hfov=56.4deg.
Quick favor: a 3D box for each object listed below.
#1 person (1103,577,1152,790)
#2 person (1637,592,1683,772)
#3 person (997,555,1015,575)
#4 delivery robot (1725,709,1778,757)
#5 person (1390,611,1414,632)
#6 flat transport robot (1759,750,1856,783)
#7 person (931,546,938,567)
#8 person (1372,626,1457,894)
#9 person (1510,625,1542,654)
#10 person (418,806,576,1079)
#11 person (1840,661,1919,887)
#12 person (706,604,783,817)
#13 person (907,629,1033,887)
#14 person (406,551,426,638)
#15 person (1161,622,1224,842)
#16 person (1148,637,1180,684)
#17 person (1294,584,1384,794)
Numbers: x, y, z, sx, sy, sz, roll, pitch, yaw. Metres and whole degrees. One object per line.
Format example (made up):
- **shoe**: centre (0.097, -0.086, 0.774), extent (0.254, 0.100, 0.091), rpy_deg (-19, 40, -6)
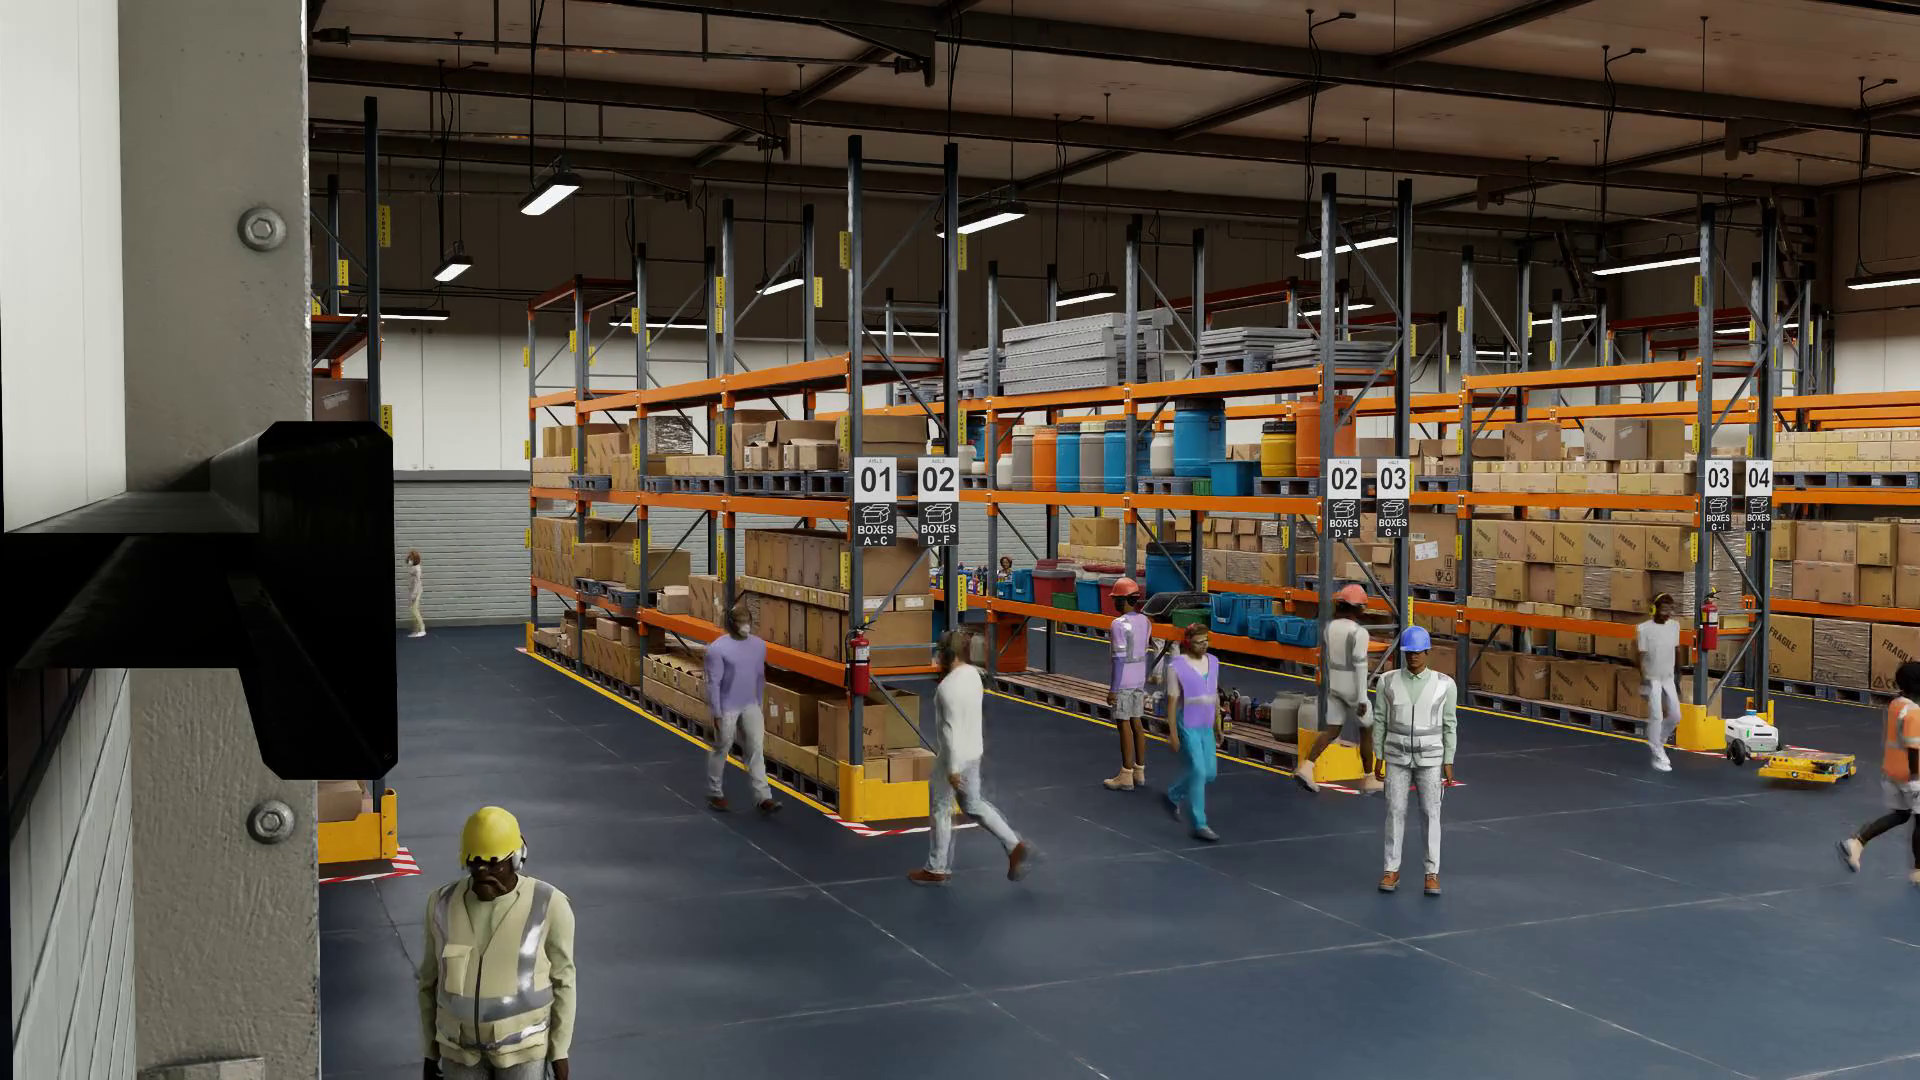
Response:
- **person**: centre (1.607, 1.385, 17.395), extent (0.373, 2.043, 0.614), rpy_deg (1, 3, 34)
- **person**: centre (7.183, 1.448, 18.344), extent (0.566, 1.839, 0.462), rpy_deg (-1, 2, -13)
- **person**: centre (0.785, 1.079, 30.550), extent (0.522, 1.640, 0.306), rpy_deg (0, 2, 5)
- **delivery robot**: centre (8.356, 2.034, 18.922), extent (0.477, 0.478, 0.707), rpy_deg (0, 2, 5)
- **person**: centre (7.028, 1.167, 28.551), extent (0.524, 1.615, 0.433), rpy_deg (-1, 3, -30)
- **flat transport robot**: centre (8.443, 2.241, 17.821), extent (0.652, 0.197, 1.431), rpy_deg (6, 7, 35)
- **person**: centre (-0.350, 0.749, 34.812), extent (0.418, 1.986, 0.622), rpy_deg (2, 3, 45)
- **person**: centre (3.320, 1.596, 13.101), extent (0.603, 1.949, 0.384), rpy_deg (1, 2, 19)
- **person**: centre (8.455, 1.191, 26.896), extent (0.503, 1.701, 0.902), rpy_deg (-1, 2, -24)
- **person**: centre (-1.753, 1.901, 6.753), extent (0.593, 1.823, 0.403), rpy_deg (0, 2, 4)
- **person**: centre (6.959, 1.721, 13.287), extent (0.677, 1.672, 0.536), rpy_deg (0, 2, 11)
- **person**: centre (-1.973, 1.518, 16.018), extent (0.651, 1.878, 1.032), rpy_deg (-2, 3, -37)
- **person**: centre (0.057, 1.611, 13.223), extent (0.870, 1.917, 0.632), rpy_deg (1, 2, 23)
- **person**: centre (-10.062, 1.002, 33.102), extent (0.346, 1.620, 0.555), rpy_deg (-1, 2, -26)
- **person**: centre (1.927, 1.585, 15.043), extent (0.588, 1.817, 0.610), rpy_deg (-2, 3, -43)
- **person**: centre (2.954, 1.158, 25.910), extent (0.626, 1.844, 0.429), rpy_deg (-1, 2, -20)
- **person**: centre (3.651, 1.415, 17.044), extent (0.971, 2.012, 0.616), rpy_deg (-1, 2, -26)
